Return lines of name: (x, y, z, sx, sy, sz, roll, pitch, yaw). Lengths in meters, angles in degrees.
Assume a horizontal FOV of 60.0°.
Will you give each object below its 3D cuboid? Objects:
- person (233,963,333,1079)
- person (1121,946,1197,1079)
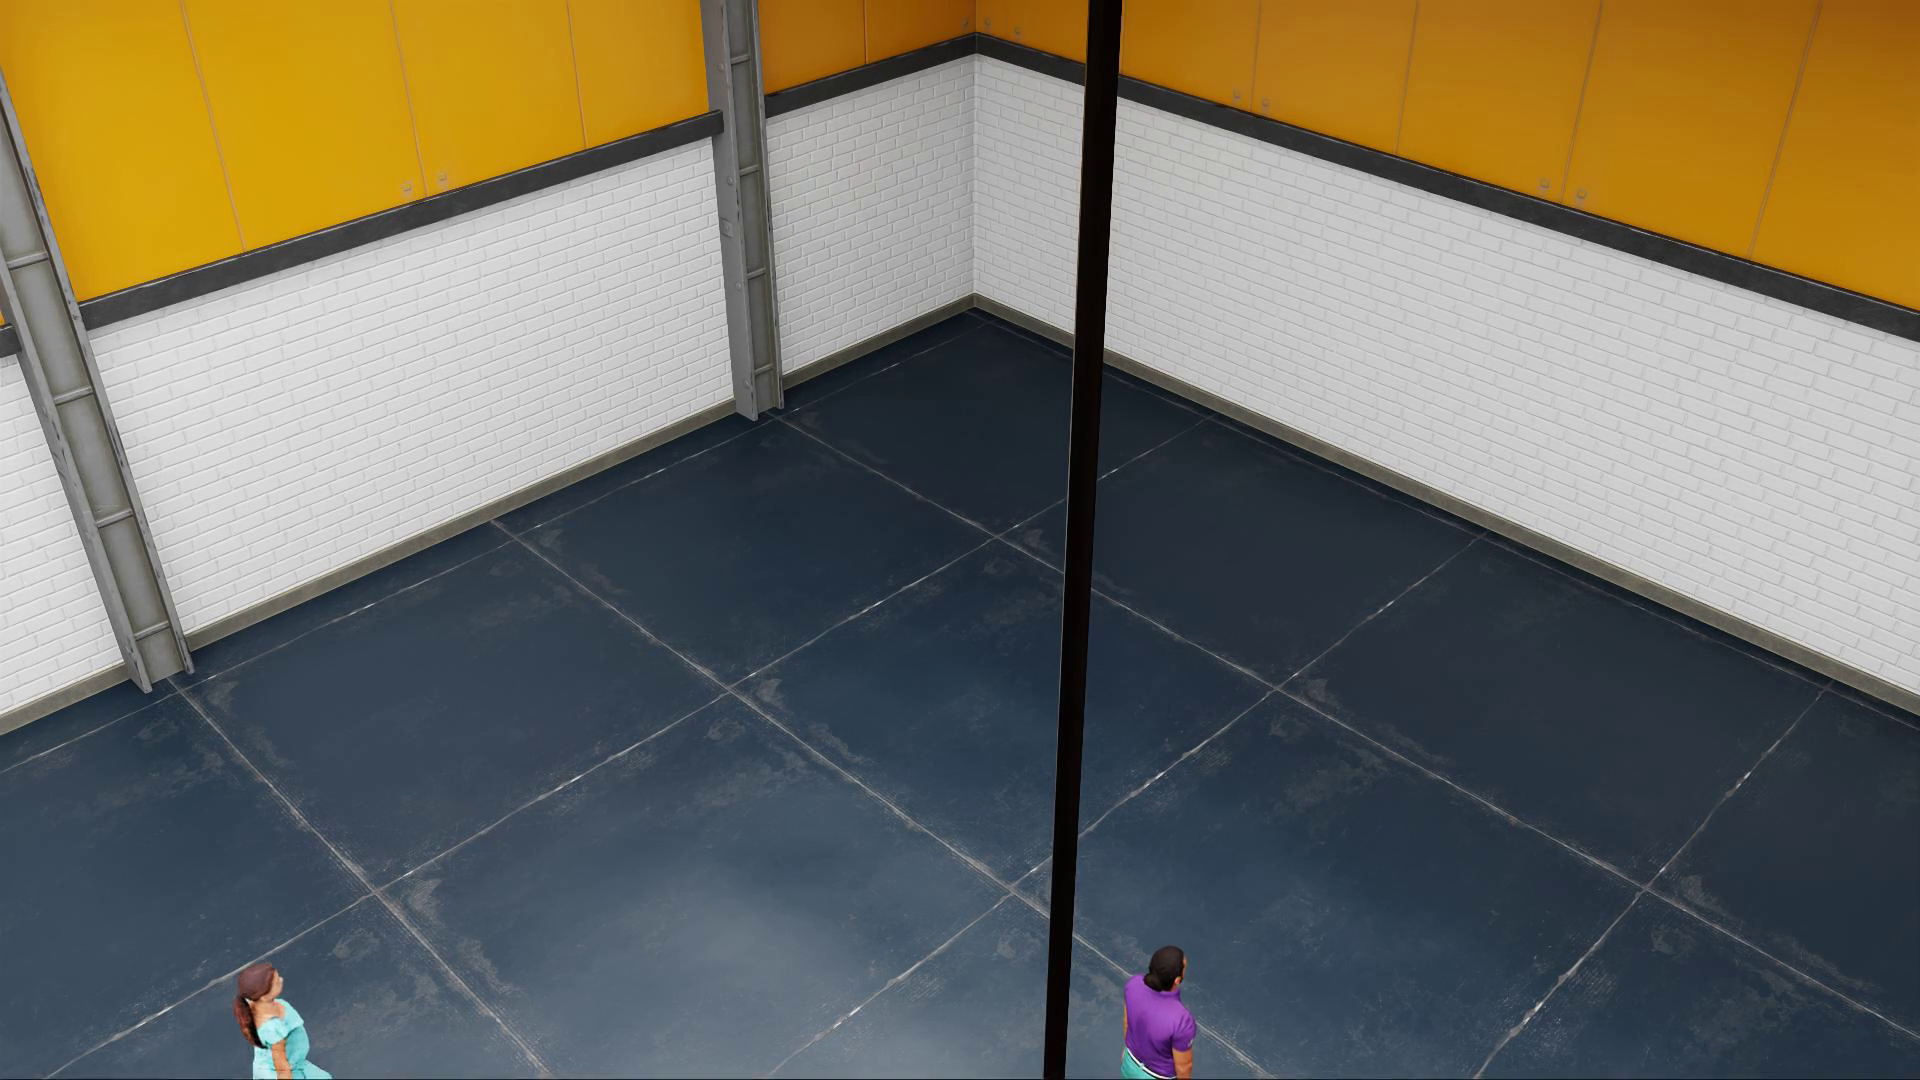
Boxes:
person: (-3.676, 2.868, 8.875, 0.574, 1.515, 1.054, 27, 42, 34)
person: (1.010, 2.798, 8.753, 0.537, 1.765, 0.614, -26, 42, -34)
